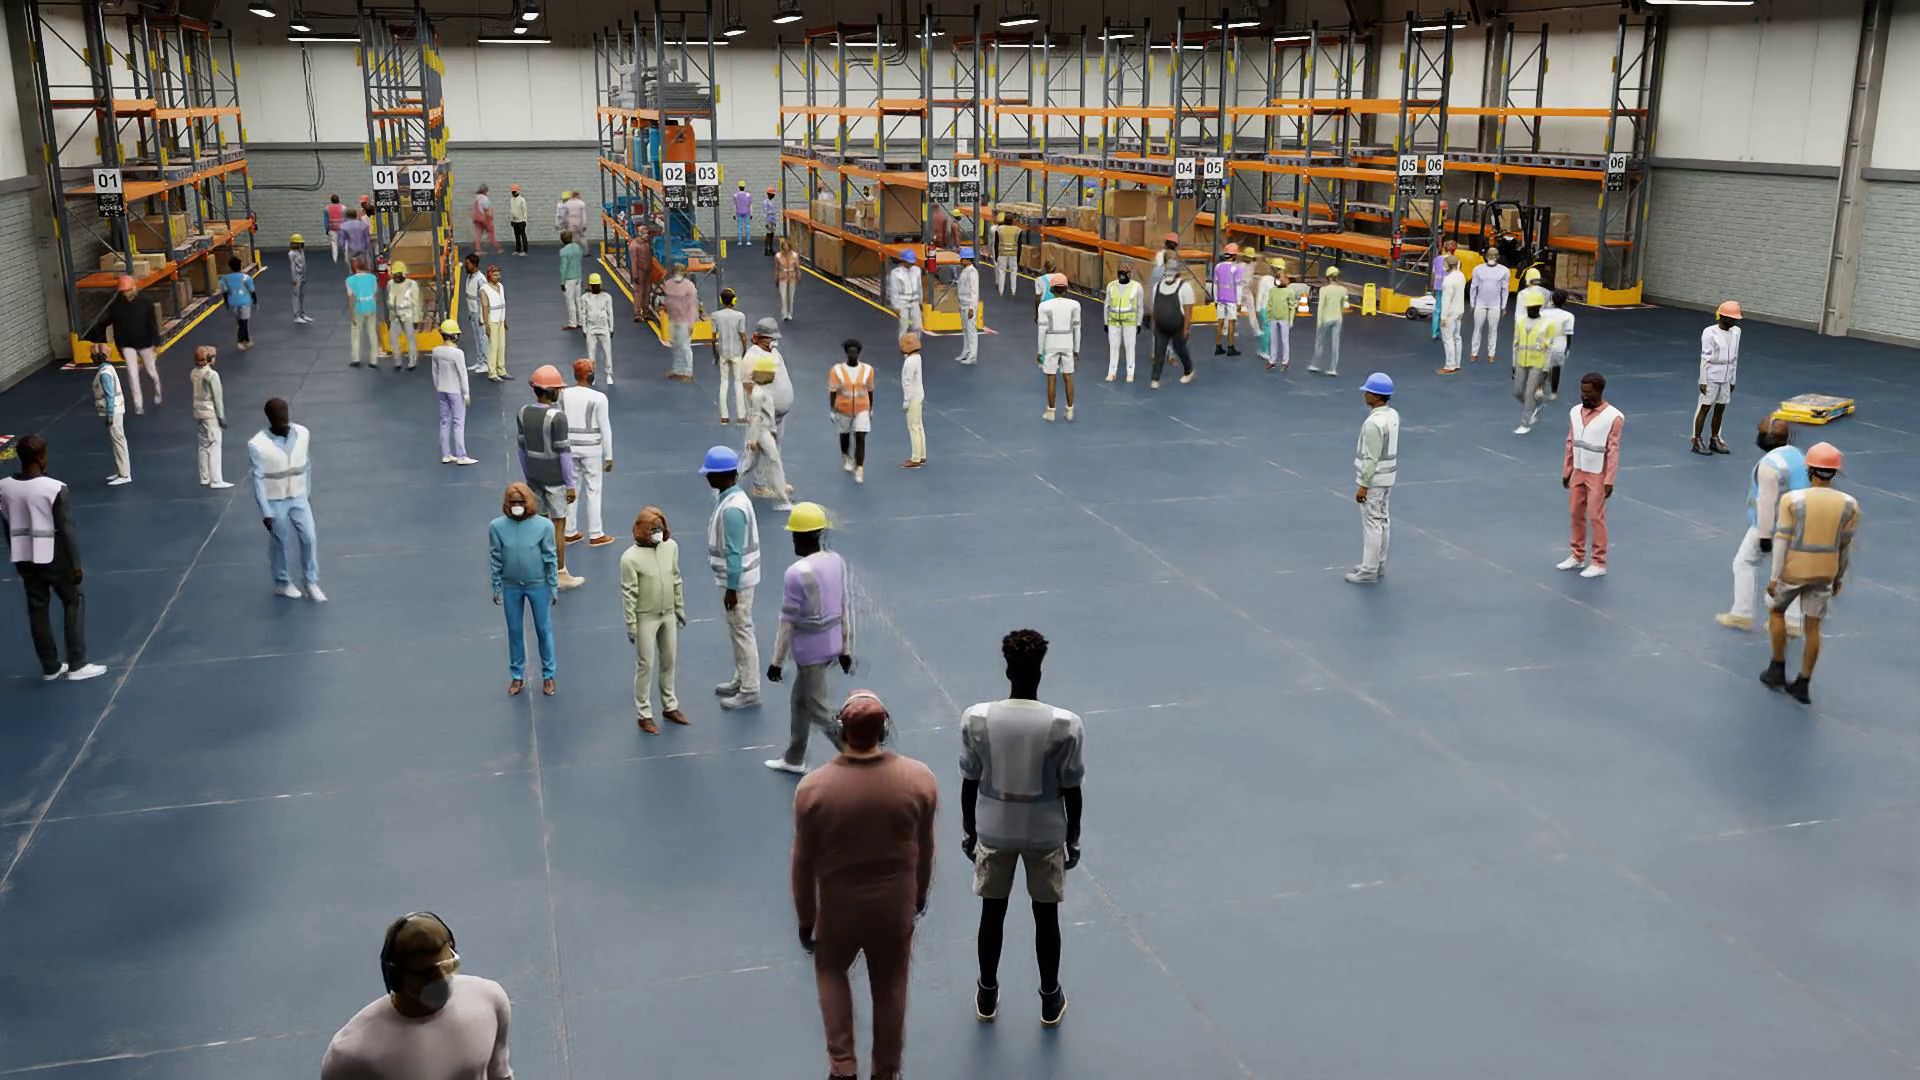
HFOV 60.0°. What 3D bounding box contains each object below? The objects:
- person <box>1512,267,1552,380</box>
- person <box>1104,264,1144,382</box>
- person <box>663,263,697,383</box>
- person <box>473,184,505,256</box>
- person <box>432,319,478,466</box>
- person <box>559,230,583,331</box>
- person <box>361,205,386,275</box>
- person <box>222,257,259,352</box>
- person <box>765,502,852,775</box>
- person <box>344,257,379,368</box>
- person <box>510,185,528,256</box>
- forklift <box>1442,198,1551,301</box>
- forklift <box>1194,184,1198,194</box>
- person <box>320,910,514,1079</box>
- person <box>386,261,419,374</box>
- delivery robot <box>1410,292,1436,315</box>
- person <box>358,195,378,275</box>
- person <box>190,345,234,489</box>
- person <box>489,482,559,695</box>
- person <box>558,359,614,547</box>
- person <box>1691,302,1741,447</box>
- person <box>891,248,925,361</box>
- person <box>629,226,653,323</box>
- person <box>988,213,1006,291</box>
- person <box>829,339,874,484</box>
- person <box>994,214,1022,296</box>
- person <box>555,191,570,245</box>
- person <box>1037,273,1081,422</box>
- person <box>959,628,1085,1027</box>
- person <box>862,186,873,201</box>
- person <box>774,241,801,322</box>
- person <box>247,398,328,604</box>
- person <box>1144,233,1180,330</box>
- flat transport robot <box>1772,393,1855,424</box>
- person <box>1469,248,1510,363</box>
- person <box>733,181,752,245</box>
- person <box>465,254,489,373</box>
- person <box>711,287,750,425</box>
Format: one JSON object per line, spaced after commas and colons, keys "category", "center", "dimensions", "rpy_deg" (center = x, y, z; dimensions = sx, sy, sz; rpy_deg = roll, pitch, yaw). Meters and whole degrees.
{"category": "person", "center": [8.951, -3.327, 25.916], "dimensions": [0.630, 1.806, 0.667], "rpy_deg": [-4, 15, -14]}
{"category": "person", "center": [2.554, -3.403, 26.123], "dimensions": [0.634, 1.842, 0.429], "rpy_deg": [5, 16, 20]}
{"category": "person", "center": [-4.375, -3.406, 26.037], "dimensions": [0.710, 1.895, 0.479], "rpy_deg": [10, 18, 33]}
{"category": "person", "center": [-13.443, -9.130, 47.292], "dimensions": [0.685, 2.000, 0.940], "rpy_deg": [10, 18, 34]}
{"category": "person", "center": [-6.155, -1.792, 20.209], "dimensions": [0.532, 1.767, 0.328], "rpy_deg": [9, 17, 29]}
{"category": "person", "center": [-7.447, -4.967, 31.853], "dimensions": [0.376, 1.930, 0.633], "rpy_deg": [6, 16, 22]}
{"category": "person", "center": [-14.387, -7.288, 40.756], "dimensions": [0.620, 1.838, 0.430], "rpy_deg": [1, 15, 5]}
{"category": "person", "center": [-12.697, -4.155, 29.309], "dimensions": [0.537, 1.659, 0.887], "rpy_deg": [0, 15, -1]}
{"category": "person", "center": [-0.881, 0.694, 10.644], "dimensions": [0.917, 1.887, 0.586], "rpy_deg": [7, 16, 24]}
{"category": "person", "center": [-9.919, -3.763, 27.536], "dimensions": [0.570, 1.816, 0.778], "rpy_deg": [-14, 20, -42]}
{"category": "person", "center": [-12.496, -9.033, 47.016], "dimensions": [0.623, 1.992, 0.396], "rpy_deg": [11, 18, 34]}
{"category": "forklift", "center": [11.913, -6.508, 37.130], "dimensions": [2.313, 2.155, 1.214], "rpy_deg": [-4, 15, -15]}
{"category": "forklift", "center": [7.392, -11.333, 53.972], "dimensions": [1.873, 2.768, 1.129], "rpy_deg": [-4, 15, -15]}
{"category": "person", "center": [-1.665, 2.079, 5.310], "dimensions": [0.372, 1.940, 0.631], "rpy_deg": [12, 19, 39]}
{"category": "person", "center": [-9.029, -3.573, 26.802], "dimensions": [0.620, 1.815, 0.610], "rpy_deg": [4, 15, 16]}
{"category": "delivery robot", "center": [9.405, -4.724, 33.381], "dimensions": [0.707, 0.478, 0.477], "rpy_deg": [14, 20, 43]}
{"category": "person", "center": [-14.943, -7.698, 41.988], "dimensions": [0.611, 1.996, 0.378], "rpy_deg": [5, 16, 19]}
{"category": "person", "center": [-8.586, -1.405, 19.017], "dimensions": [0.514, 1.633, 0.317], "rpy_deg": [12, 19, 39]}
{"category": "person", "center": [-3.232, 0.360, 12.379], "dimensions": [0.500, 1.629, 0.280], "rpy_deg": [0, 15, -1]}
{"category": "person", "center": [-3.721, -0.866, 16.537], "dimensions": [0.591, 1.873, 0.371], "rpy_deg": [5, 16, 20]}
{"category": "person", "center": [9.682, -2.113, 21.248], "dimensions": [0.501, 1.861, 0.326], "rpy_deg": [-2, 15, -7]}
{"category": "person", "center": [-0.852, -3.956, 28.054], "dimensions": [0.649, 1.915, 0.628], "rpy_deg": [-10, 18, -32]}
{"category": "person", "center": [-6.309, -5.288, 33.118], "dimensions": [0.399, 1.900, 0.648], "rpy_deg": [5, 16, 18]}
{"category": "person", "center": [0.965, -6.755, 38.869], "dimensions": [0.600, 1.783, 0.931], "rpy_deg": [-1, 15, -3]}
{"category": "person", "center": [-1.268, -1.552, 19.501], "dimensions": [0.527, 1.668, 0.831], "rpy_deg": [-2, 15, -7]}
{"category": "person", "center": [1.078, -6.430, 37.539], "dimensions": [0.622, 1.836, 0.429], "rpy_deg": [-2, 15, -6]}
{"category": "person", "center": [-11.089, -8.869, 46.749], "dimensions": [0.608, 1.808, 0.701], "rpy_deg": [2, 15, 8]}
{"category": "person", "center": [1.349, -2.650, 22.904], "dimensions": [0.615, 2.040, 0.391], "rpy_deg": [-4, 15, -14]}
{"category": "person", "center": [0.294, 1.373, 7.941], "dimensions": [0.604, 1.957, 0.385], "rpy_deg": [3, 15, 10]}
{"category": "person", "center": [-2.720, -9.532, 49.168], "dimensions": [0.498, 1.860, 0.336], "rpy_deg": [12, 19, 37]}
{"category": "person", "center": [-3.435, -5.164, 33.225], "dimensions": [0.516, 1.595, 0.855], "rpy_deg": [-4, 15, -15]}
{"category": "person", "center": [-5.900, -0.340, 14.564], "dimensions": [0.826, 1.854, 0.609], "rpy_deg": [12, 19, 38]}
{"category": "person", "center": [3.852, -4.862, 31.532], "dimensions": [0.544, 1.893, 0.585], "rpy_deg": [14, 20, 42]}
{"category": "flat transport robot", "center": [11.966, -1.848, 23.283], "dimensions": [0.652, 0.197, 1.431], "rpy_deg": [14, 20, 41]}
{"category": "person", "center": [8.892, -3.947, 27.995], "dimensions": [0.628, 1.935, 0.373], "rpy_deg": [5, 16, 18]}
{"category": "person", "center": [-6.590, -9.913, 50.458], "dimensions": [0.585, 1.927, 0.366], "rpy_deg": [-2, 15, -7]}
{"category": "person", "center": [-7.838, -3.694, 27.073], "dimensions": [0.390, 1.918, 0.587], "rpy_deg": [-10, 18, -33]}
{"category": "person", "center": [-3.127, -2.502, 22.678], "dimensions": [0.517, 1.874, 0.327], "rpy_deg": [3, 15, 10]}
